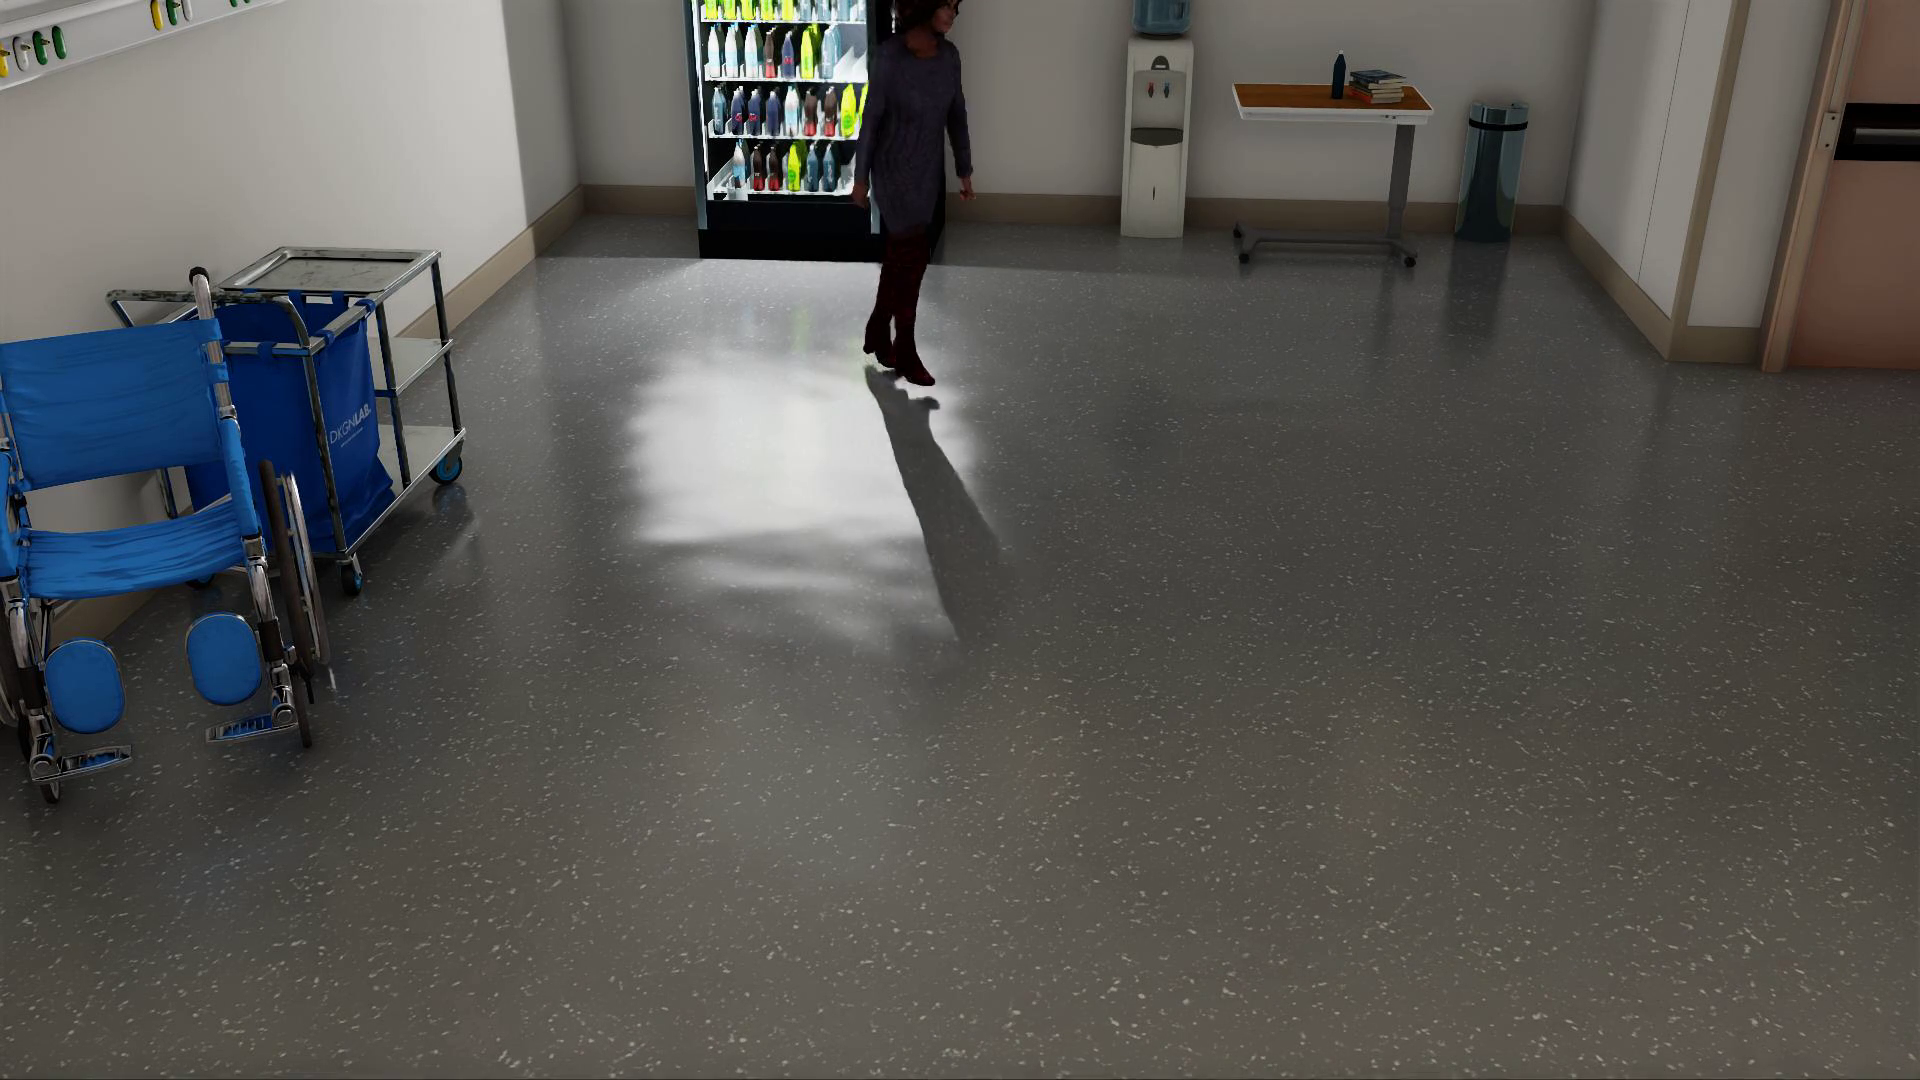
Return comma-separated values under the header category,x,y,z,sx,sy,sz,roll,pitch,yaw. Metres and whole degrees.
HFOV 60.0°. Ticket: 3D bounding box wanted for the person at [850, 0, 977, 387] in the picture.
category,x,y,z,sx,sy,sz,roll,pitch,yaw
person,-0.275,-1.476,6.779,0.834,1.686,0.901,-17,31,-31
